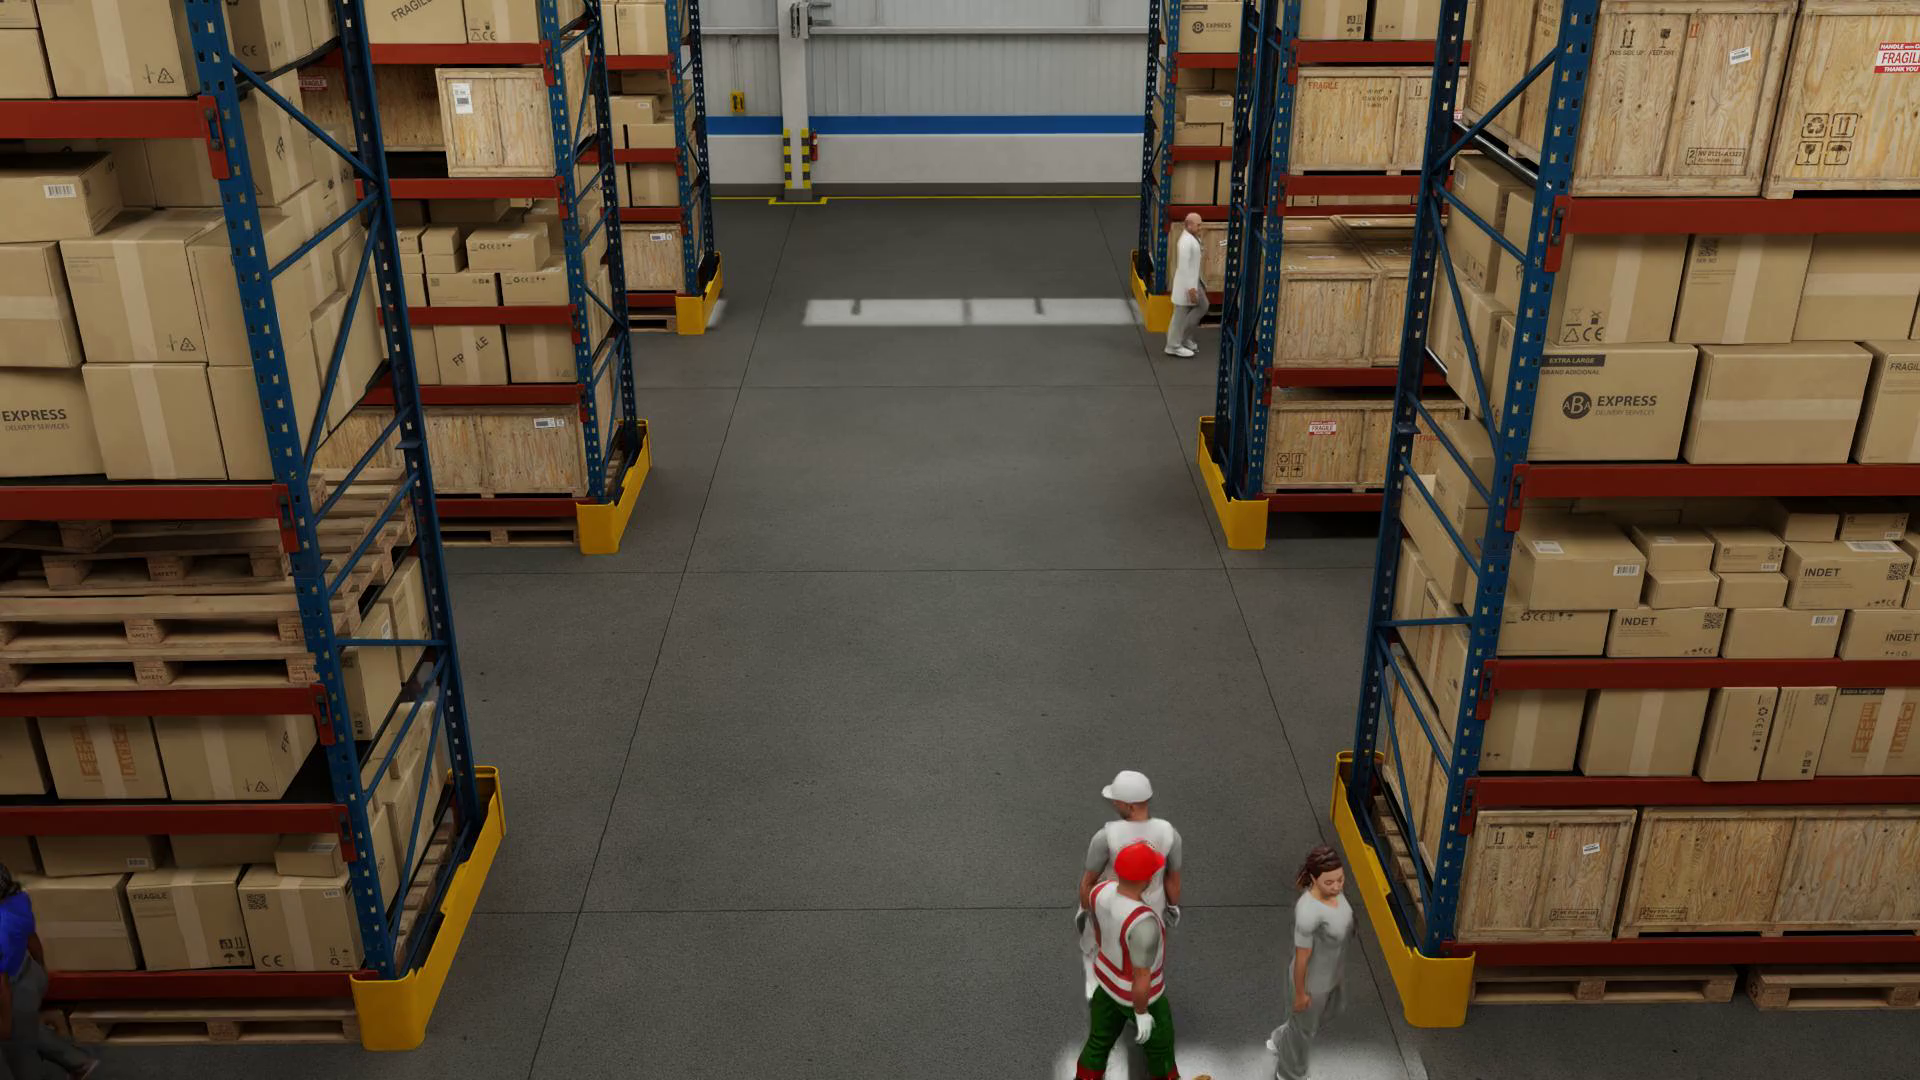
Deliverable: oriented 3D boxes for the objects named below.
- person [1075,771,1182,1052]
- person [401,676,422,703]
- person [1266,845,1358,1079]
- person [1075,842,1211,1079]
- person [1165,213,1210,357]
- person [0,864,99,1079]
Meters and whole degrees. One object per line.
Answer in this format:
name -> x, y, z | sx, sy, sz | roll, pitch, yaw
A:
person -> 0.953, 2.099, 9.351 | 0.609, 1.781, 0.723 | -2, 25, -5
person -> -4.040, 1.057, 11.724 | 0.543, 1.652, 0.486 | 4, 25, 8
person -> 1.903, 2.307, 9.033 | 0.448, 1.660, 0.589 | 13, 28, 26
person -> 0.987, 2.328, 8.856 | 0.774, 1.773, 0.576 | -14, 29, -28
person -> 2.835, -3.165, 20.564 | 0.491, 1.783, 0.643 | 8, 26, 16
person -> -5.004, 2.414, 8.819 | 0.499, 1.661, 0.449 | -5, 26, -11
